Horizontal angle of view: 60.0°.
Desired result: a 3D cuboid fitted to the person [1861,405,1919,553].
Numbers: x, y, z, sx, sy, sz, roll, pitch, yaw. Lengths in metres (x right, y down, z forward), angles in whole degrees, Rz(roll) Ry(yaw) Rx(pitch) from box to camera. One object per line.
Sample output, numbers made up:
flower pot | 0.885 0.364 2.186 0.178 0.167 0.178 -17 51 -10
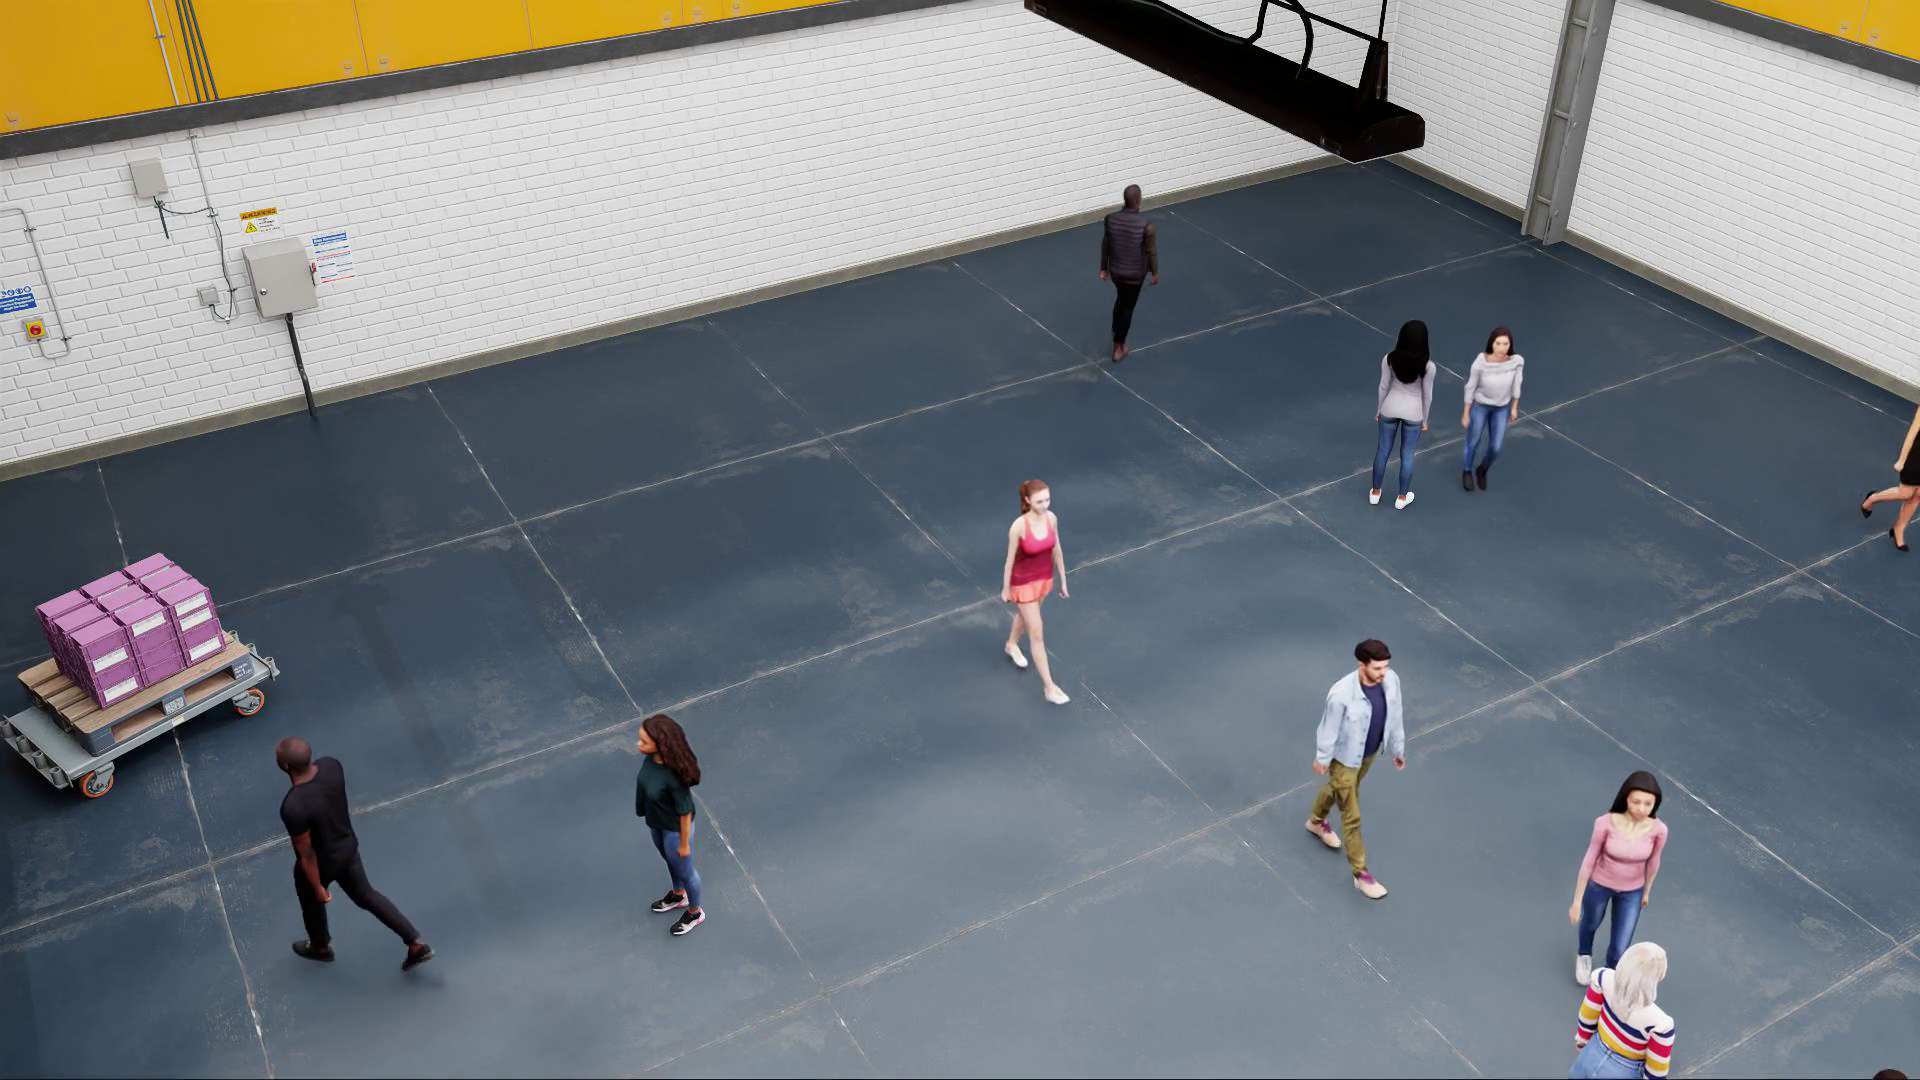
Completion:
person | 7.842 -0.700 13.669 0.665 1.639 0.820 -9 35 -14

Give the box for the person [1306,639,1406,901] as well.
person | 2.431 1.306 10.529 0.703 1.776 1.078 -20 38 -27

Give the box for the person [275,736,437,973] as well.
person | -3.579 1.873 9.670 1.268 1.782 1.173 10 35 15

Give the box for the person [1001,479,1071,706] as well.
person | 0.489 0.285 12.126 0.618 1.707 1.117 -20 38 -27

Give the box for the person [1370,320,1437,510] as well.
person | 3.750 -1.065 14.126 0.652 1.742 0.748 15 36 21

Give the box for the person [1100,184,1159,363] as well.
person | 1.603 -2.590 16.346 0.773 1.823 0.886 19 38 27

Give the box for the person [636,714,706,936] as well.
person | -1.741 1.705 10.072 0.651 1.616 0.519 -19 38 -27

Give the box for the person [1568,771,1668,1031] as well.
person | 3.759 1.962 9.599 1.001 1.712 1.083 7 34 10

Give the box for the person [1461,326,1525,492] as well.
person | 4.551 -1.160 14.383 0.747 1.615 0.761 2 34 3

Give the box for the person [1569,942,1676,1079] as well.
person | 3.298 2.686 8.422 0.710 1.809 0.430 -18 38 -25
